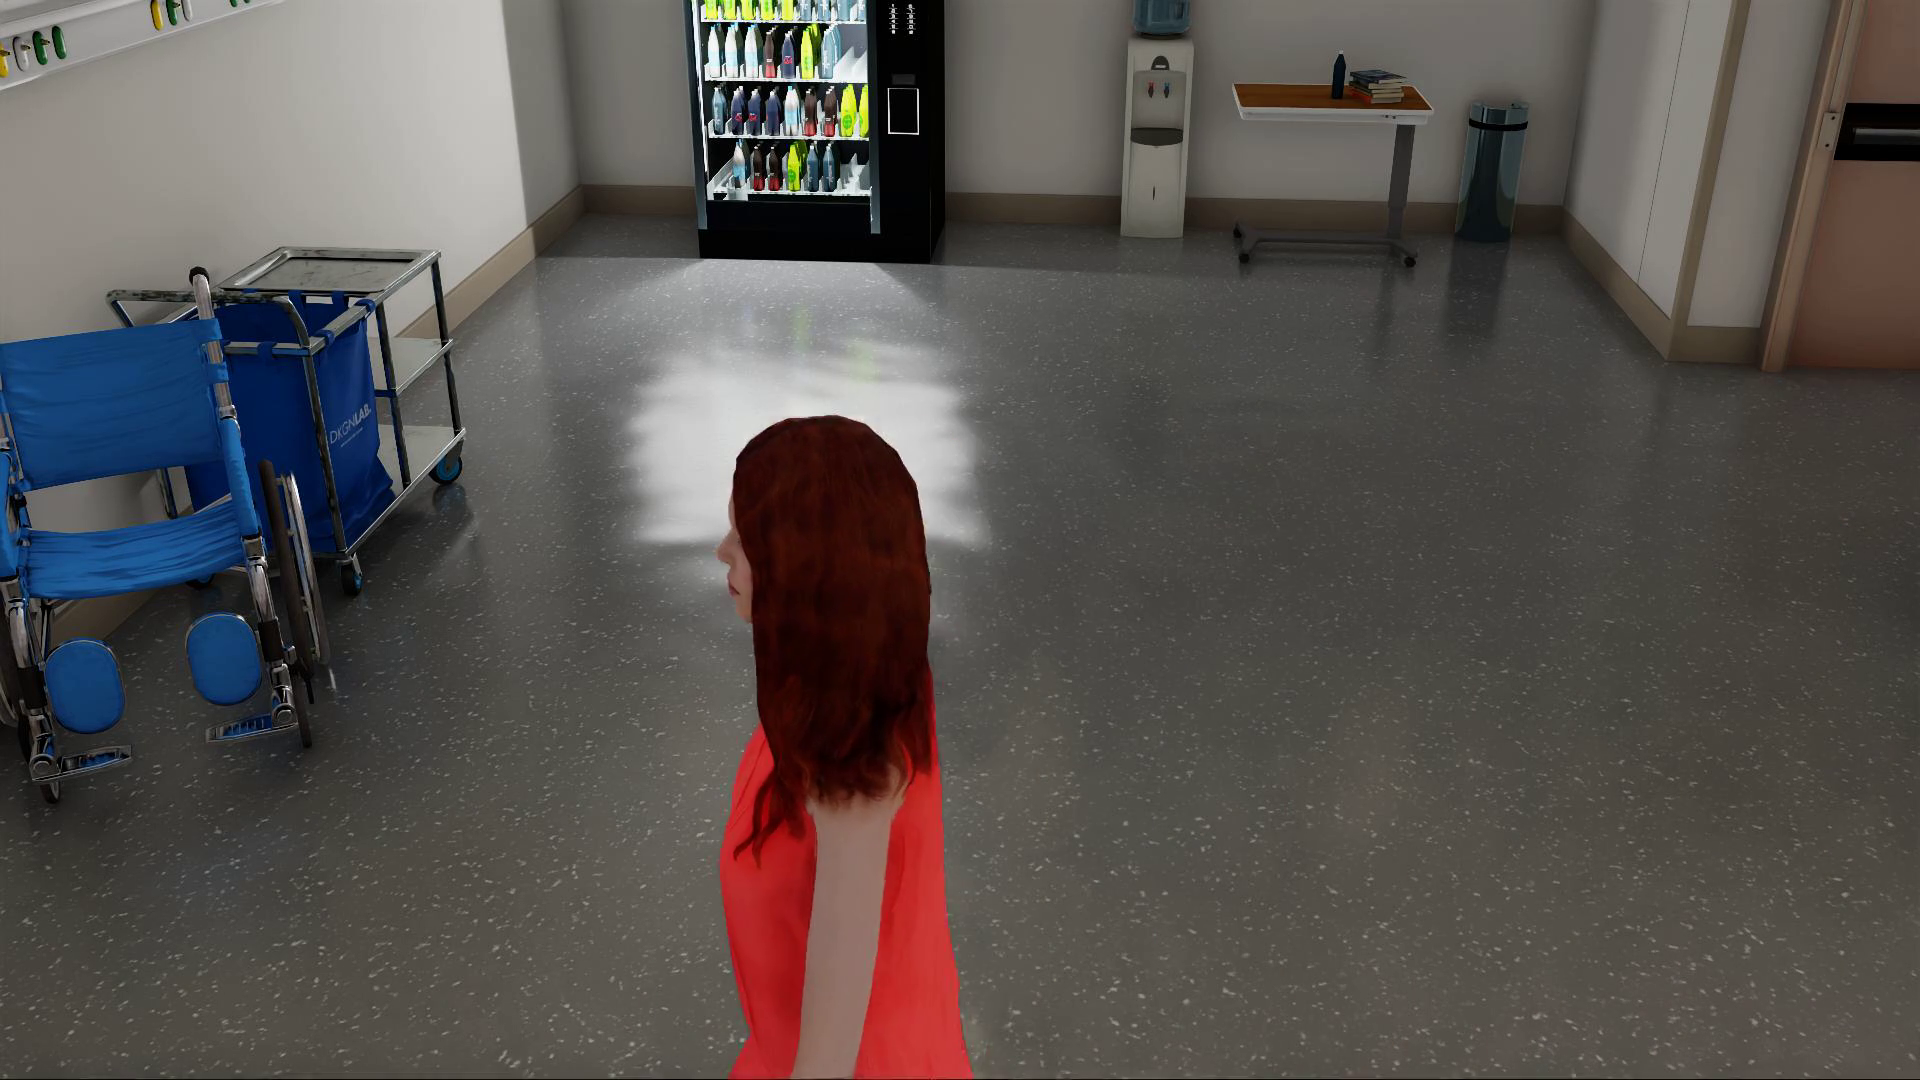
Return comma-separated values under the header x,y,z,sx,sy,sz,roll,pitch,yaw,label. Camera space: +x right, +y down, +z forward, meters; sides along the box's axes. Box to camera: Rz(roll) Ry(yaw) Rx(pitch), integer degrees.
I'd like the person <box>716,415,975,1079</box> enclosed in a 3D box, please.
x,y,z,sx,sy,sz,roll,pitch,yaw,label
-0.027,0.718,2.126,1.161,1.777,0.769,-2,26,-5,person
